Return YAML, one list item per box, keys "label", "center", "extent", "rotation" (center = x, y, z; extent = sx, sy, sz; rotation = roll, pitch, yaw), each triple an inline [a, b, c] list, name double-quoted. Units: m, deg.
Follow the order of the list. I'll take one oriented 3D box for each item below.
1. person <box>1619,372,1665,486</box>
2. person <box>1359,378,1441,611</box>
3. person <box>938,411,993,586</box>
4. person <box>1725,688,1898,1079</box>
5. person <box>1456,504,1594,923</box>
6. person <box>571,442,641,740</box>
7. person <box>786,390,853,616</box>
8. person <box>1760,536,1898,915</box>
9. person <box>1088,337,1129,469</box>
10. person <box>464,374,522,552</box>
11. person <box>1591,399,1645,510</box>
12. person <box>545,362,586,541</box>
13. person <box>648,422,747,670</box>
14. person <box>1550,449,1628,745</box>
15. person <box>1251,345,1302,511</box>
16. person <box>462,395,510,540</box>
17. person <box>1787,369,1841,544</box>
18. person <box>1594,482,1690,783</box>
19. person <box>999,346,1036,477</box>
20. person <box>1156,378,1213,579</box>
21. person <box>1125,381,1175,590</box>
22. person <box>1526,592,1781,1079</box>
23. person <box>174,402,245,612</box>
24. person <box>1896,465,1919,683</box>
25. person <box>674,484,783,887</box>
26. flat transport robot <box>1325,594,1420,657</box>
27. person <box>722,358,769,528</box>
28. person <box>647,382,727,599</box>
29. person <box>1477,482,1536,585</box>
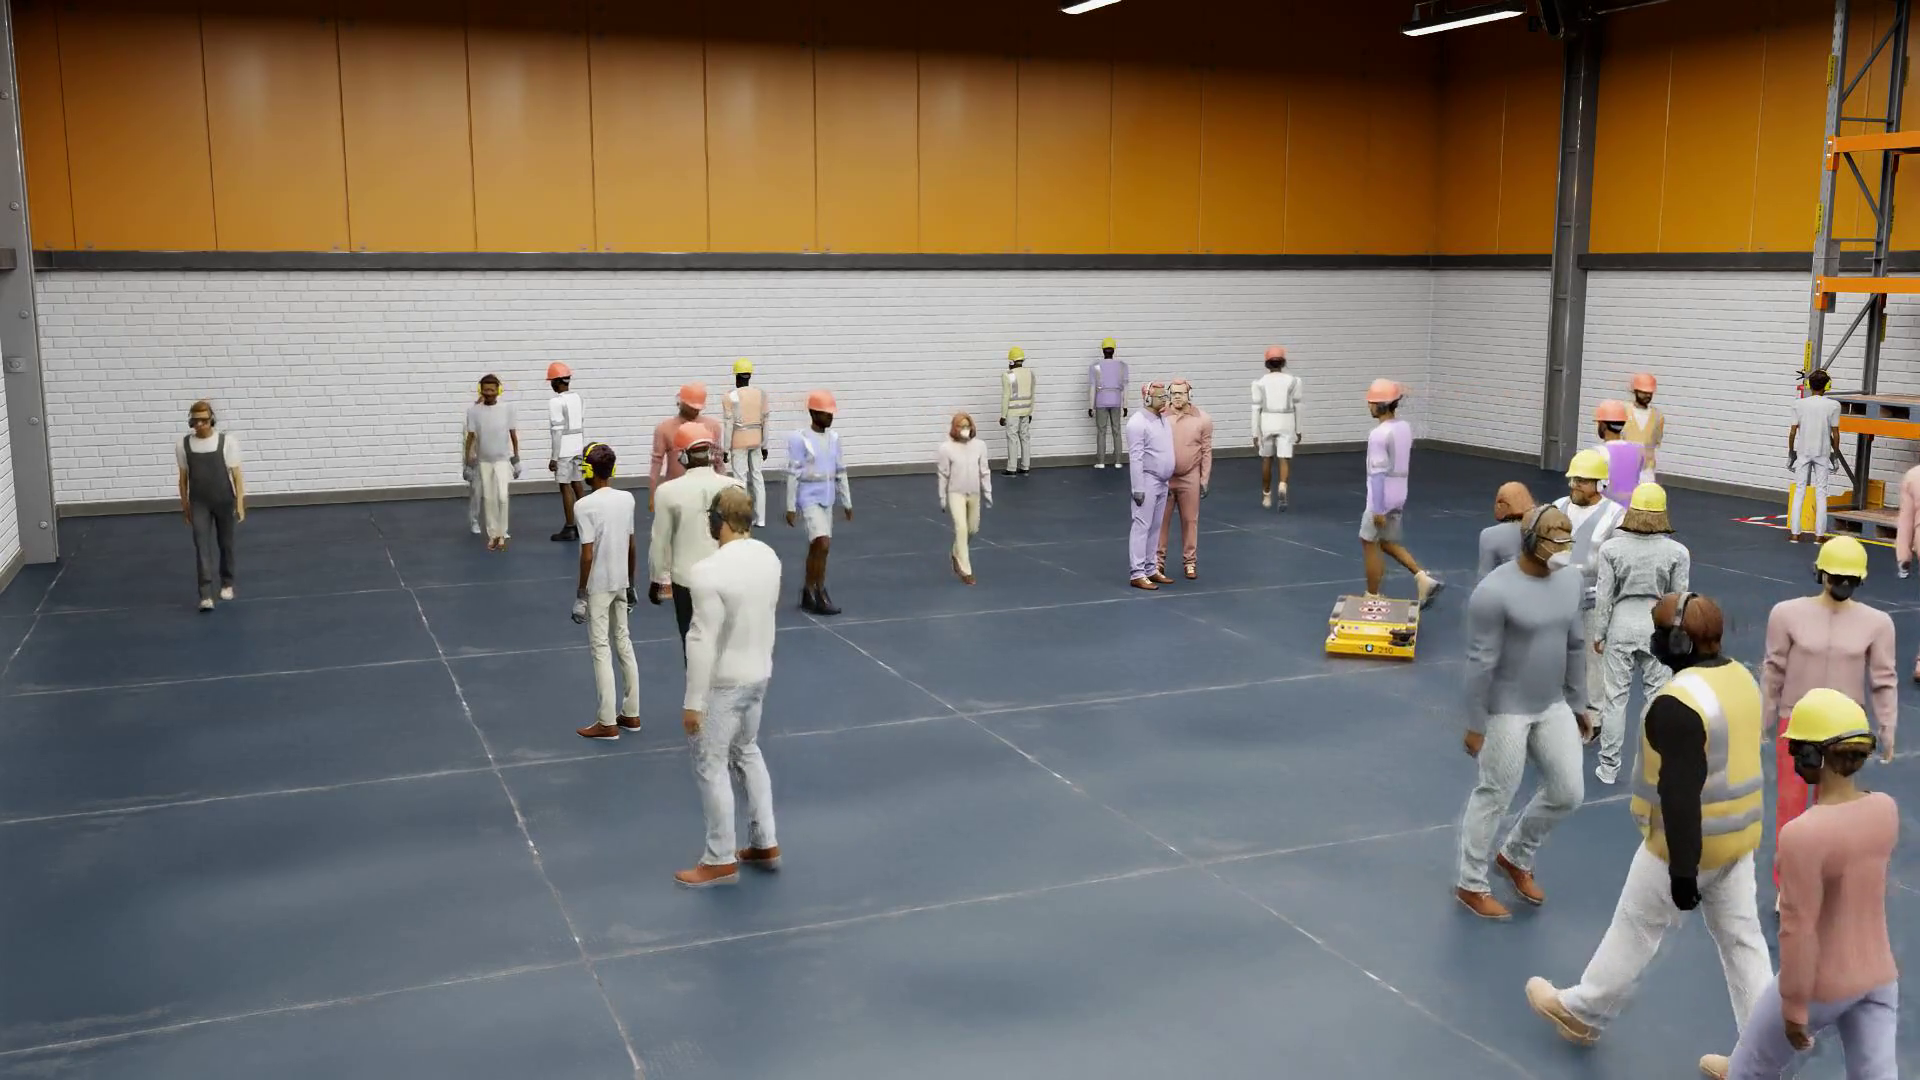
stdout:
- label: "person"
  center: [6.882, -0.777, 16.997]
  extent: [0.545, 1.900, 0.958]
  rotation: [1, 9, 6]
- label: "person"
  center: [3.634, -0.338, 13.934]
  extent: [0.690, 2.028, 0.621]
  rotation: [9, 13, 43]
- label: "person"
  center: [0.017, -0.419, 15.668]
  extent: [0.499, 1.609, 0.738]
  rotation: [-5, 10, -27]
- label: "person"
  center: [2.550, 1.291, 5.027]
  extent: [0.523, 1.714, 0.915]
  rotation: [-4, 10, -25]
- label: "person"
  center: [2.540, 0.781, 7.489]
  extent: [0.643, 1.916, 0.486]
  rotation: [-4, 10, -25]
- label: "person"
  center: [-2.232, 0.318, 10.436]
  extent: [0.310, 1.868, 0.533]
  rotation: [6, 11, 30]
- label: "person"
  center: [-1.130, -0.312, 14.103]
  extent: [0.713, 1.911, 0.587]
  rotation: [8, 12, 39]
- label: "person"
  center: [3.937, 0.854, 7.535]
  extent: [0.552, 1.738, 0.713]
  rotation: [3, 10, 18]
- label: "person"
  center: [2.158, -1.991, 24.259]
  extent: [0.594, 1.922, 0.385]
  rotation: [-1, 9, -6]
- label: "person"
  center: [-4.852, -0.790, 17.221]
  extent: [0.576, 1.839, 0.651]
  rotation: [-2, 10, -10]
- label: "person"
  center: [5.097, -0.146, 13.096]
  extent: [0.555, 1.921, 0.419]
  rotation: [-3, 10, -17]
- label: "person"
  center: [-4.256, -0.948, 17.907]
  extent: [0.383, 1.936, 0.547]
  rotation: [4, 10, 22]
- label: "person"
  center: [-1.674, 0.233, 10.646]
  extent: [0.618, 1.965, 0.443]
  rotation: [-6, 11, -33]
- label: "person"
  center: [3.853, 0.346, 10.365]
  extent: [0.404, 1.836, 0.590]
  rotation: [-7, 12, -36]
- label: "person"
  center: [3.824, -1.350, 20.125]
  extent: [0.619, 2.017, 0.869]
  rotation: [2, 10, 10]
- label: "person"
  center: [-5.205, -0.820, 18.201]
  extent: [0.537, 1.583, 0.822]
  rotation: [-6, 11, -32]
- label: "person"
  center: [9.107, -0.888, 17.741]
  extent: [0.509, 1.872, 0.328]
  rotation: [6, 11, 33]
- label: "person"
  center: [3.871, 0.537, 9.486]
  extent: [0.493, 1.743, 0.296]
  rotation: [3, 10, 19]
- label: "person"
  center: [0.787, -1.794, 23.332]
  extent: [0.590, 1.837, 0.403]
  rotation: [-8, 12, -40]
- label: "person"
  center: [2.058, -0.578, 15.752]
  extent: [0.641, 1.908, 0.409]
  rotation: [2, 10, 11]
- label: "person"
  center: [1.778, -0.508, 15.330]
  extent: [0.408, 1.909, 0.638]
  rotation: [6, 11, 31]
- label: "person"
  center: [2.600, 1.071, 6.093]
  extent: [0.659, 1.786, 0.968]
  rotation: [-8, 12, -40]
- label: "person"
  center: [-6.499, -0.304, 14.440]
  extent: [0.533, 1.800, 0.961]
  rotation: [-3, 10, -19]
- label: "person"
  center: [7.034, 0.098, 11.829]
  extent: [0.977, 1.864, 0.641]
  rotation: [-6, 11, -34]
- label: "person"
  center: [-1.088, 0.703, 8.001]
  extent: [0.387, 1.916, 0.719]
  rotation: [5, 10, 25]
- label: "flat transport robot"
  center: [3.288, 0.662, 13.180]
  extent: [0.652, 0.197, 1.431]
  rotation: [3, 10, 17]
- label: "person"
  center: [-2.423, -1.075, 18.700]
  extent: [0.595, 1.925, 0.375]
  rotation: [-8, 12, -39]
- label: "person"
  center: [-2.413, -0.434, 14.756]
  extent: [0.712, 1.942, 0.565]
  rotation: [-3, 10, -19]
- label: "person"
  center: [3.575, 0.430, 10.597]
  extent: [0.503, 1.587, 0.802]
  rotation: [-2, 10, -10]
